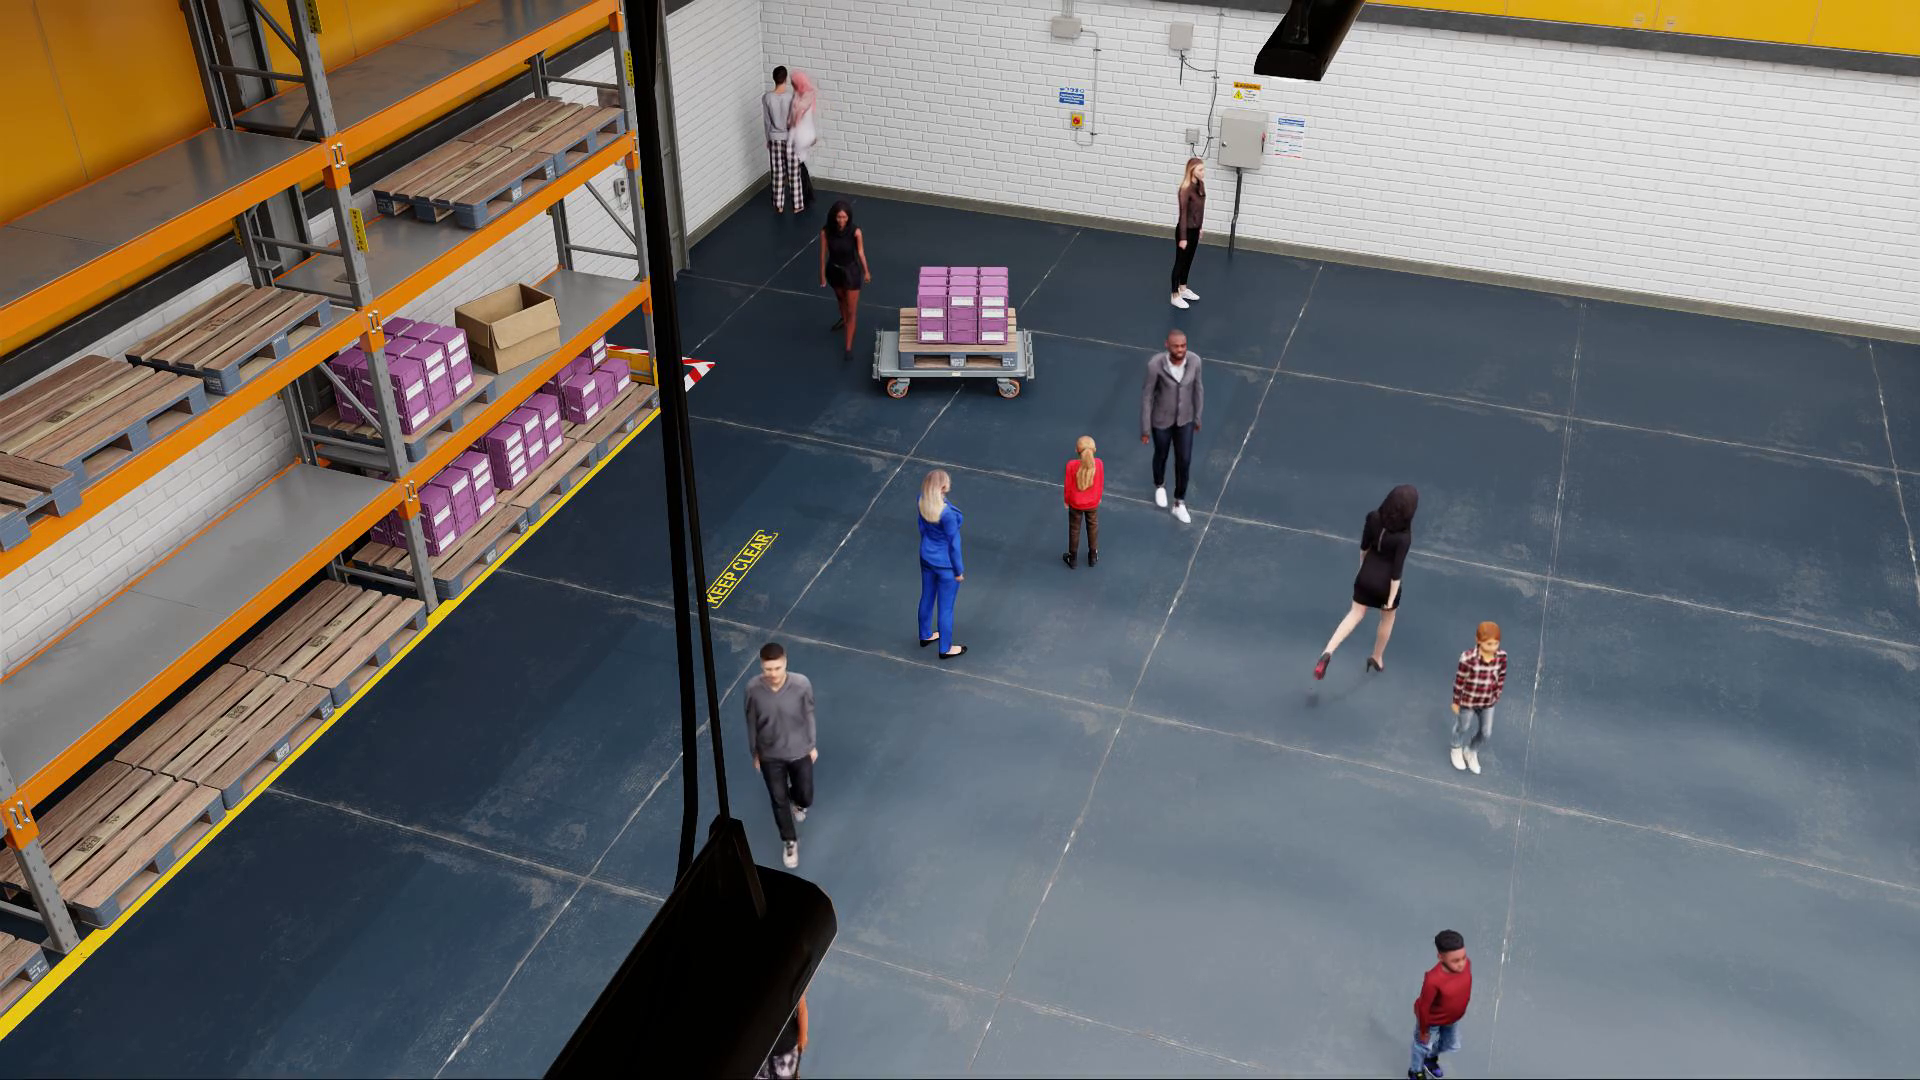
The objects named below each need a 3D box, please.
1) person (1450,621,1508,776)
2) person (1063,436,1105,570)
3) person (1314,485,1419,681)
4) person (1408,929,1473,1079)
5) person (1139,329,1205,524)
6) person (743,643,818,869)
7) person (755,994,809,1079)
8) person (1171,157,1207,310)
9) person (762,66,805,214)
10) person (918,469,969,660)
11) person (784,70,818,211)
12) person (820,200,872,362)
[{"bbox_3d":[3.720,1.086,12.059,0.621,1.296,0.635,-2,34,-3],"label":"person"},{"bbox_3d":[1.056,-0.335,14.211,0.582,1.280,0.626,-5,34,-8],"label":"person"},{"bbox_3d":[3.119,0.391,12.675,1.112,1.772,0.936,-24,40,-31],"label":"person"},{"bbox_3d":[2.745,2.703,9.671,0.586,1.246,0.655,-18,38,-25],"label":"person"},{"bbox_3d":[1.875,-1.102,14.899,0.966,1.796,1.048,-3,34,-5],"label":"person"},{"bbox_3d":[-1.186,1.372,11.215,0.833,1.753,0.947,-5,34,-7],"label":"person"},{"bbox_3d":[-1.053,2.716,9.284,0.657,1.653,0.720,4,34,6],"label":"person"},{"bbox_3d":[2.535,-3.438,18.497,0.714,1.704,0.532,21,39,29],"label":"person"},{"bbox_3d":[-2.186,-4.969,20.671,0.672,1.848,0.613,3,34,5],"label":"person"},{"bbox_3d":[-0.169,0.177,13.060,0.718,1.701,0.707,-24,41,-32],"label":"person"},{"bbox_3d":[-1.916,-4.956,20.700,0.735,1.794,0.573,18,38,25],"label":"person"},{"bbox_3d":[-1.222,-2.788,17.552,0.836,1.668,1.328,8,34,11],"label":"person"}]
